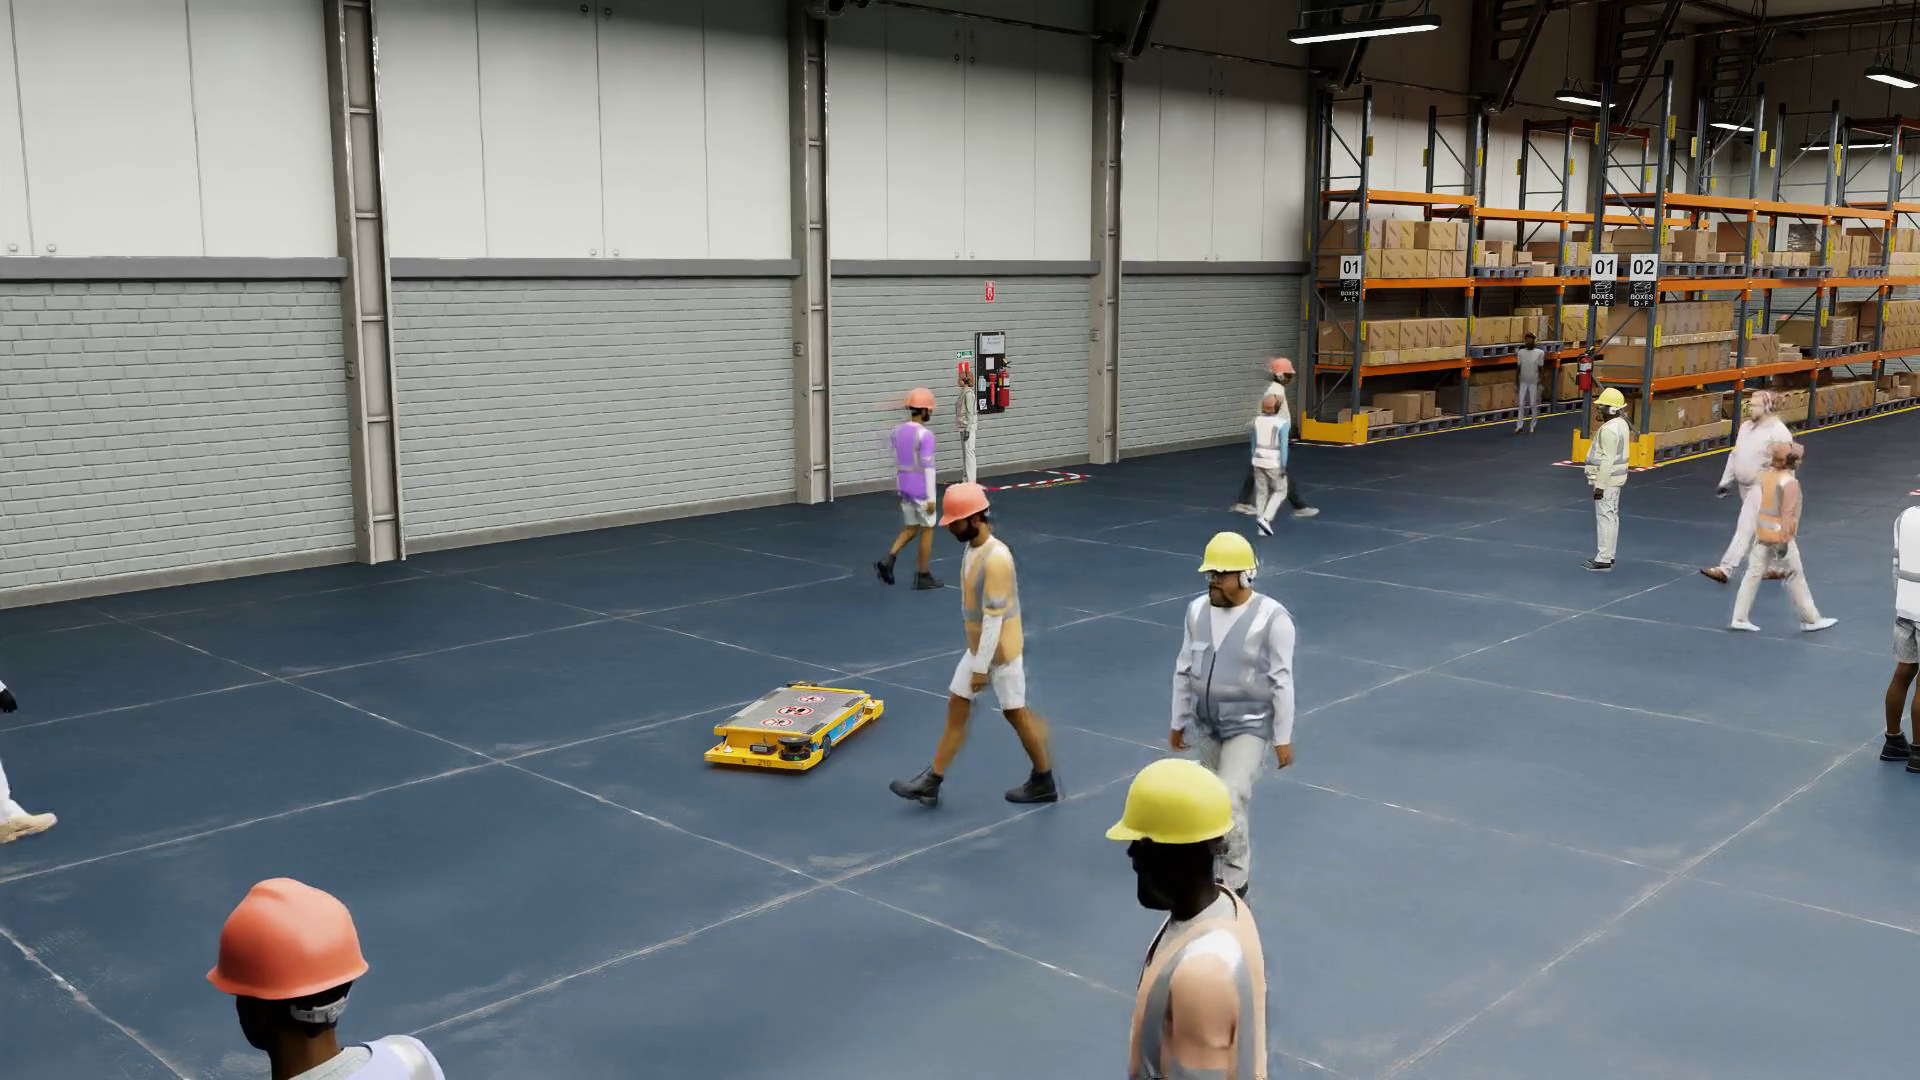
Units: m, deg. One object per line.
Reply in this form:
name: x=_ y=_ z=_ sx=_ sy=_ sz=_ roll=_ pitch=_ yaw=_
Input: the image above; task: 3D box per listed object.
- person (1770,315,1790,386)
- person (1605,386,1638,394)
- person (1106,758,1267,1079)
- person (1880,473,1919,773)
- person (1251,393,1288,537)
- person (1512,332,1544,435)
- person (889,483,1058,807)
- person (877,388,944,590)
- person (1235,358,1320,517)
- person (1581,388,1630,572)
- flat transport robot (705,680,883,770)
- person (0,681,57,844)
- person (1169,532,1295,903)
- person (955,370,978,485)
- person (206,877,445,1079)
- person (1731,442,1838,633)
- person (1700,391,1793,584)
person: x=17.052 y=-3.641 z=34.524 sx=0.613 sy=2.048 sz=0.362 roll=8 pitch=12 yaw=39
person: x=12.012 y=-2.847 z=30.128 sx=0.613 sy=1.901 sz=0.463 roll=6 pitch=11 yaw=33
person: x=0.553 y=1.450 z=3.890 sx=0.536 sy=1.912 sz=0.614 roll=1 pitch=9 yaw=9
person: x=5.838 y=0.437 z=10.011 sx=0.359 sy=1.936 sz=0.544 roll=0 pitch=9 yaw=-3
person: x=3.456 y=-0.829 z=18.650 sx=0.381 sy=1.623 sz=0.525 roll=-9 pitch=13 yaw=-42
person: x=10.344 y=-2.850 z=30.250 sx=0.534 sy=1.868 sz=0.310 roll=7 pitch=11 yaw=36
person: x=0.116 y=0.596 z=9.254 sx=0.963 sy=1.861 sz=0.596 roll=-3 pitch=10 yaw=-19
person: x=-0.444 y=-0.462 z=15.538 sx=0.601 sy=1.917 sz=0.556 roll=-7 pitch=12 yaw=-38
person: x=3.845 y=-1.245 z=20.254 sx=1.022 sy=1.950 sz=0.621 roll=1 pitch=9 yaw=7
person: x=6.464 y=-0.604 z=16.654 sx=0.404 sy=1.836 sz=0.597 roll=6 pitch=11 yaw=31
flat transport robot: x=-1.032 y=1.164 z=10.641 sx=0.652 sy=0.197 sz=1.431 roll=3 pitch=10 yaw=17
person: x=-5.087 y=0.756 z=8.497 sx=0.889 sy=1.798 sz=0.636 roll=-7 pitch=11 yaw=-35
person: x=1.222 y=0.863 z=7.782 sx=0.565 sy=1.810 sz=0.618 roll=-8 pitch=13 yaw=-42
person: x=0.089 y=-1.491 z=22.660 sx=0.310 sy=1.642 sz=0.514 roll=-1 pitch=9 yaw=-7
person: x=-1.197 y=1.569 z=3.103 sx=0.362 sy=1.935 sz=0.553 roll=4 pitch=10 yaw=22
person: x=6.827 y=-0.011 z=13.748 sx=0.844 sy=1.594 sz=0.528 roll=0 pitch=9 yaw=-1
person: x=7.605 y=-0.504 z=16.000 sx=1.004 sy=1.854 sz=0.646 roll=-1 pitch=9 yaw=-6
